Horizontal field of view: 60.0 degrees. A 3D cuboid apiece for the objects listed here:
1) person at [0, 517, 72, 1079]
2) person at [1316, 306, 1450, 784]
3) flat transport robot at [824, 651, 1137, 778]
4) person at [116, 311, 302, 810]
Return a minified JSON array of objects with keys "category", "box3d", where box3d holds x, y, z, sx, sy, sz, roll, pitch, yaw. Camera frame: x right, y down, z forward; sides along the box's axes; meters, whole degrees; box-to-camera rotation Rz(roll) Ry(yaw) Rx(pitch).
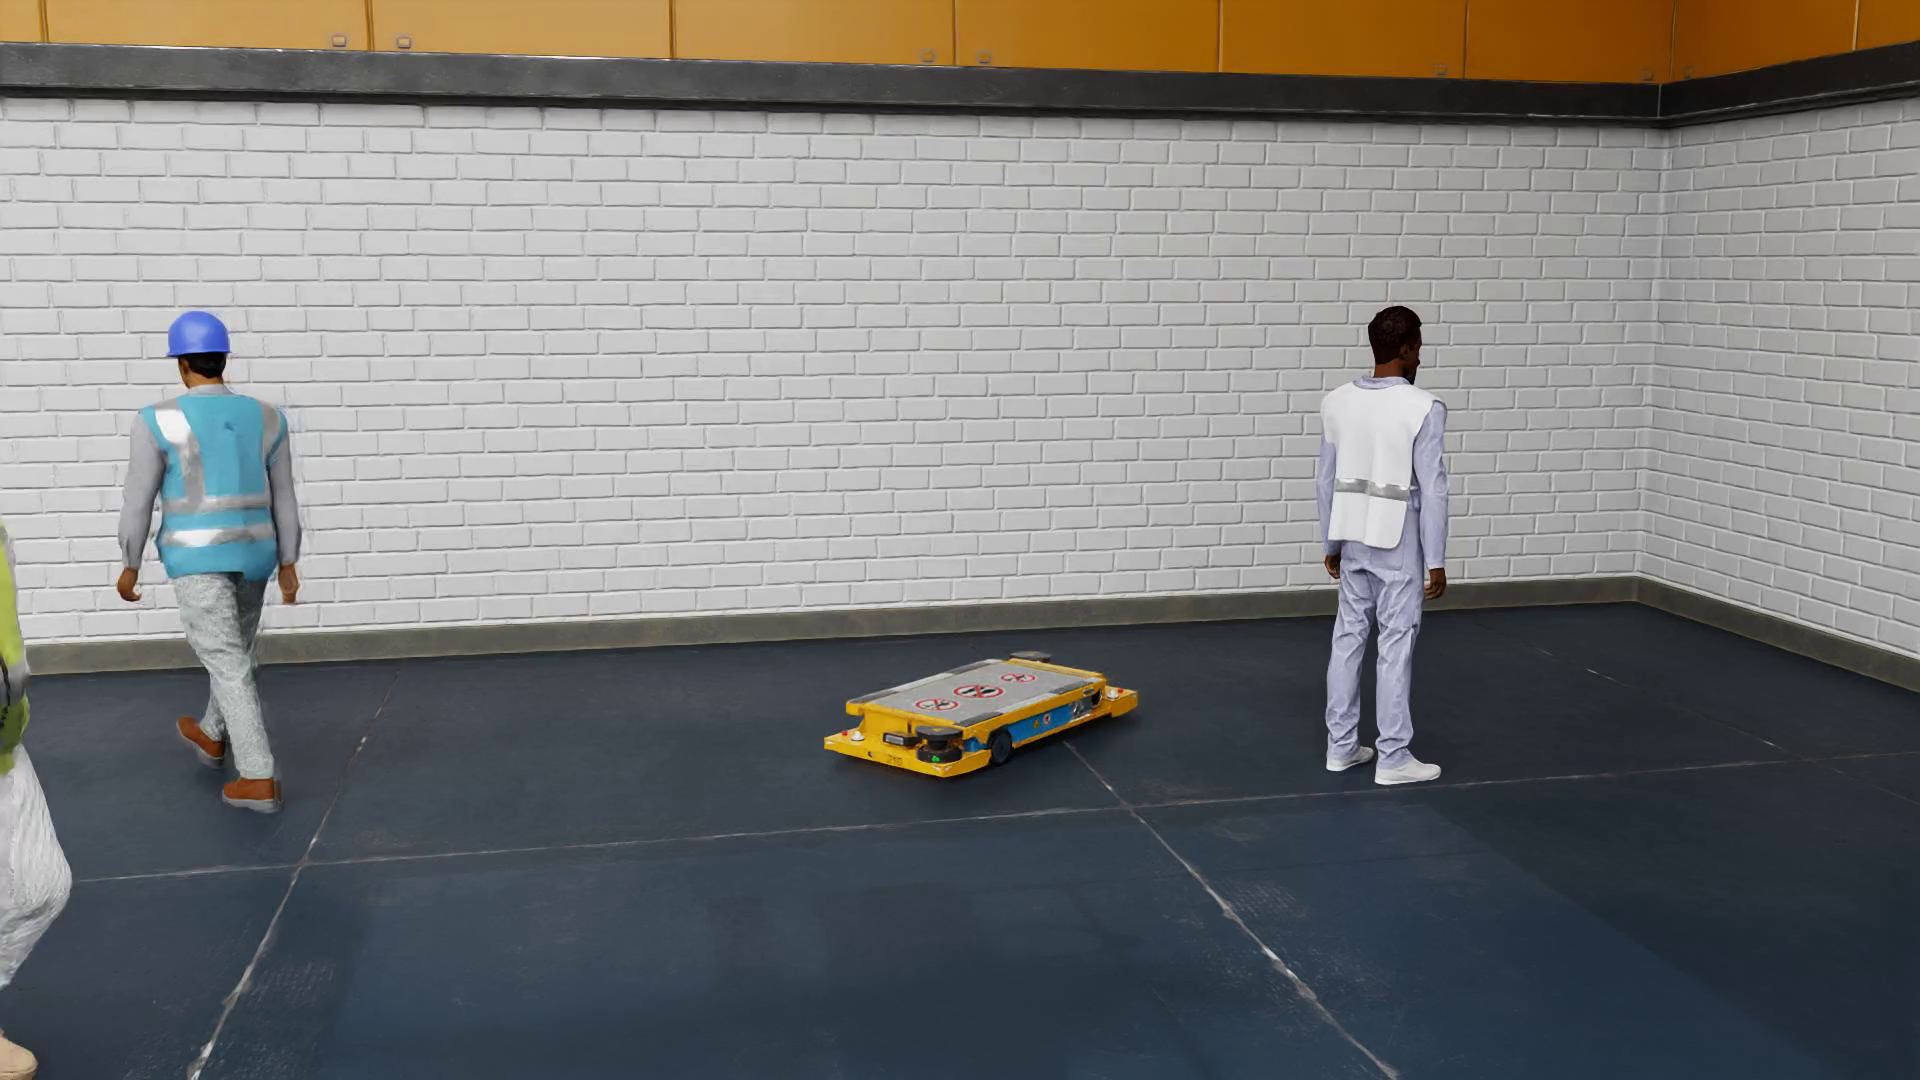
[{"category":"person","box3d":[-2.405,0.532,3.879,0.435,1.824,0.645,1,9,7]},{"category":"person","box3d":[1.696,0.024,6.701,0.379,1.918,0.596,-7,12,-37]},{"category":"flat transport robot","box3d":[0.125,0.742,7.337,0.652,0.197,1.431,7,12,38]},{"category":"person","box3d":[-2.980,0.066,6.522,0.996,1.895,0.607,6,11,34]}]
